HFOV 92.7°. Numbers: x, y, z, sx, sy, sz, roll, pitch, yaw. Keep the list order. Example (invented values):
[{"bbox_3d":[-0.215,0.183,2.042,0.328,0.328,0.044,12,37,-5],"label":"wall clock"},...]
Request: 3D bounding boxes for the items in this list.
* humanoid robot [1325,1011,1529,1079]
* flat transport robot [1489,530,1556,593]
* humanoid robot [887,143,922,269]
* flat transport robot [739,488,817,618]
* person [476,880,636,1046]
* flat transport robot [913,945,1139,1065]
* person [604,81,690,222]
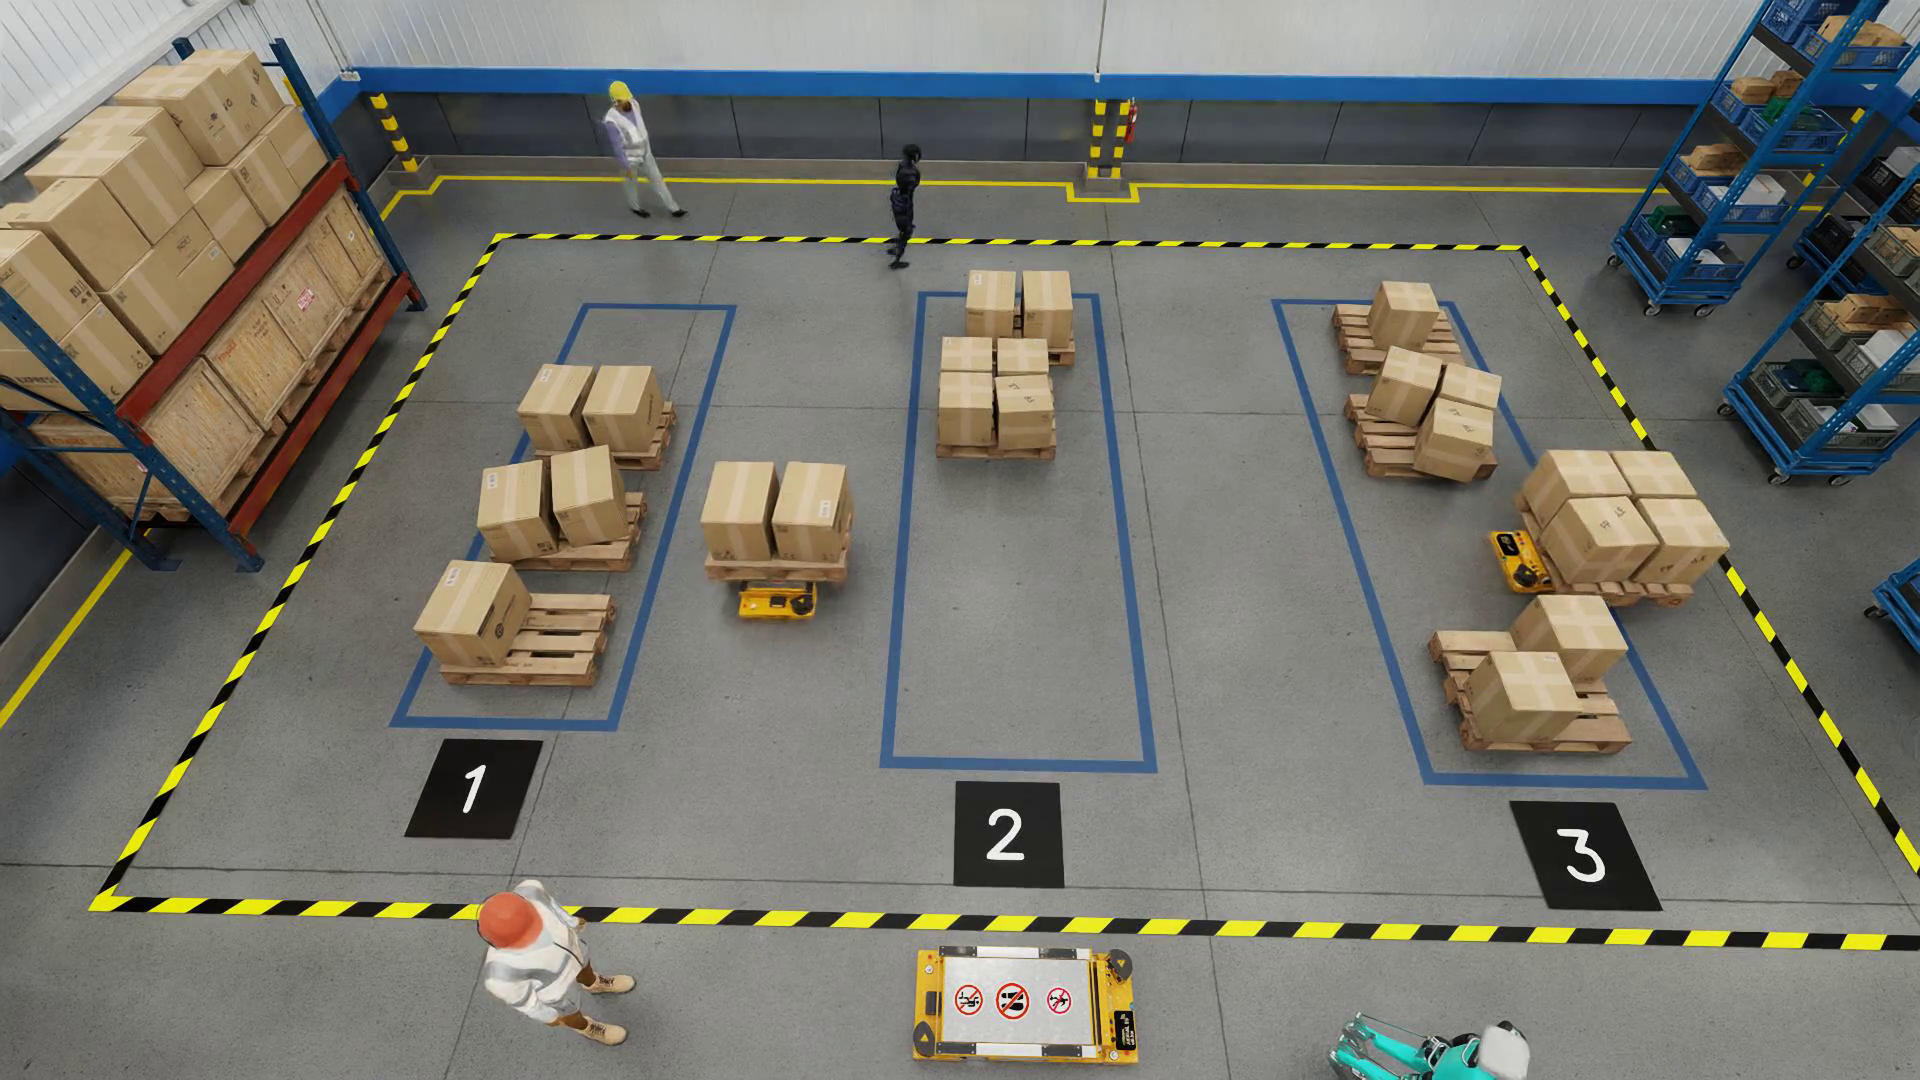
[{"bbox_3d":[2.459,2.860,5.118,0.533,1.681,0.735,-36,59,-26],"label":"humanoid robot"},{"bbox_3d":[5.674,0.171,8.329,1.431,0.197,0.652,1,51,1],"label":"flat transport robot"},{"bbox_3d":[-0.657,-3.898,10.760,0.421,1.629,0.622,-10,51,-8],"label":"humanoid robot"},{"bbox_3d":[-1.592,0.077,8.405,0.652,0.197,1.431,1,51,1],"label":"flat transport robot"},{"bbox_3d":[-2.321,2.470,5.330,0.385,2.039,0.612,-1,51,-1],"label":"person"},{"bbox_3d":[0.422,3.041,6.007,1.431,0.231,0.659,1,51,1],"label":"flat transport robot"},{"bbox_3d":[-3.970,-4.772,11.392,0.920,1.780,0.623,22,54,17],"label":"person"}]
